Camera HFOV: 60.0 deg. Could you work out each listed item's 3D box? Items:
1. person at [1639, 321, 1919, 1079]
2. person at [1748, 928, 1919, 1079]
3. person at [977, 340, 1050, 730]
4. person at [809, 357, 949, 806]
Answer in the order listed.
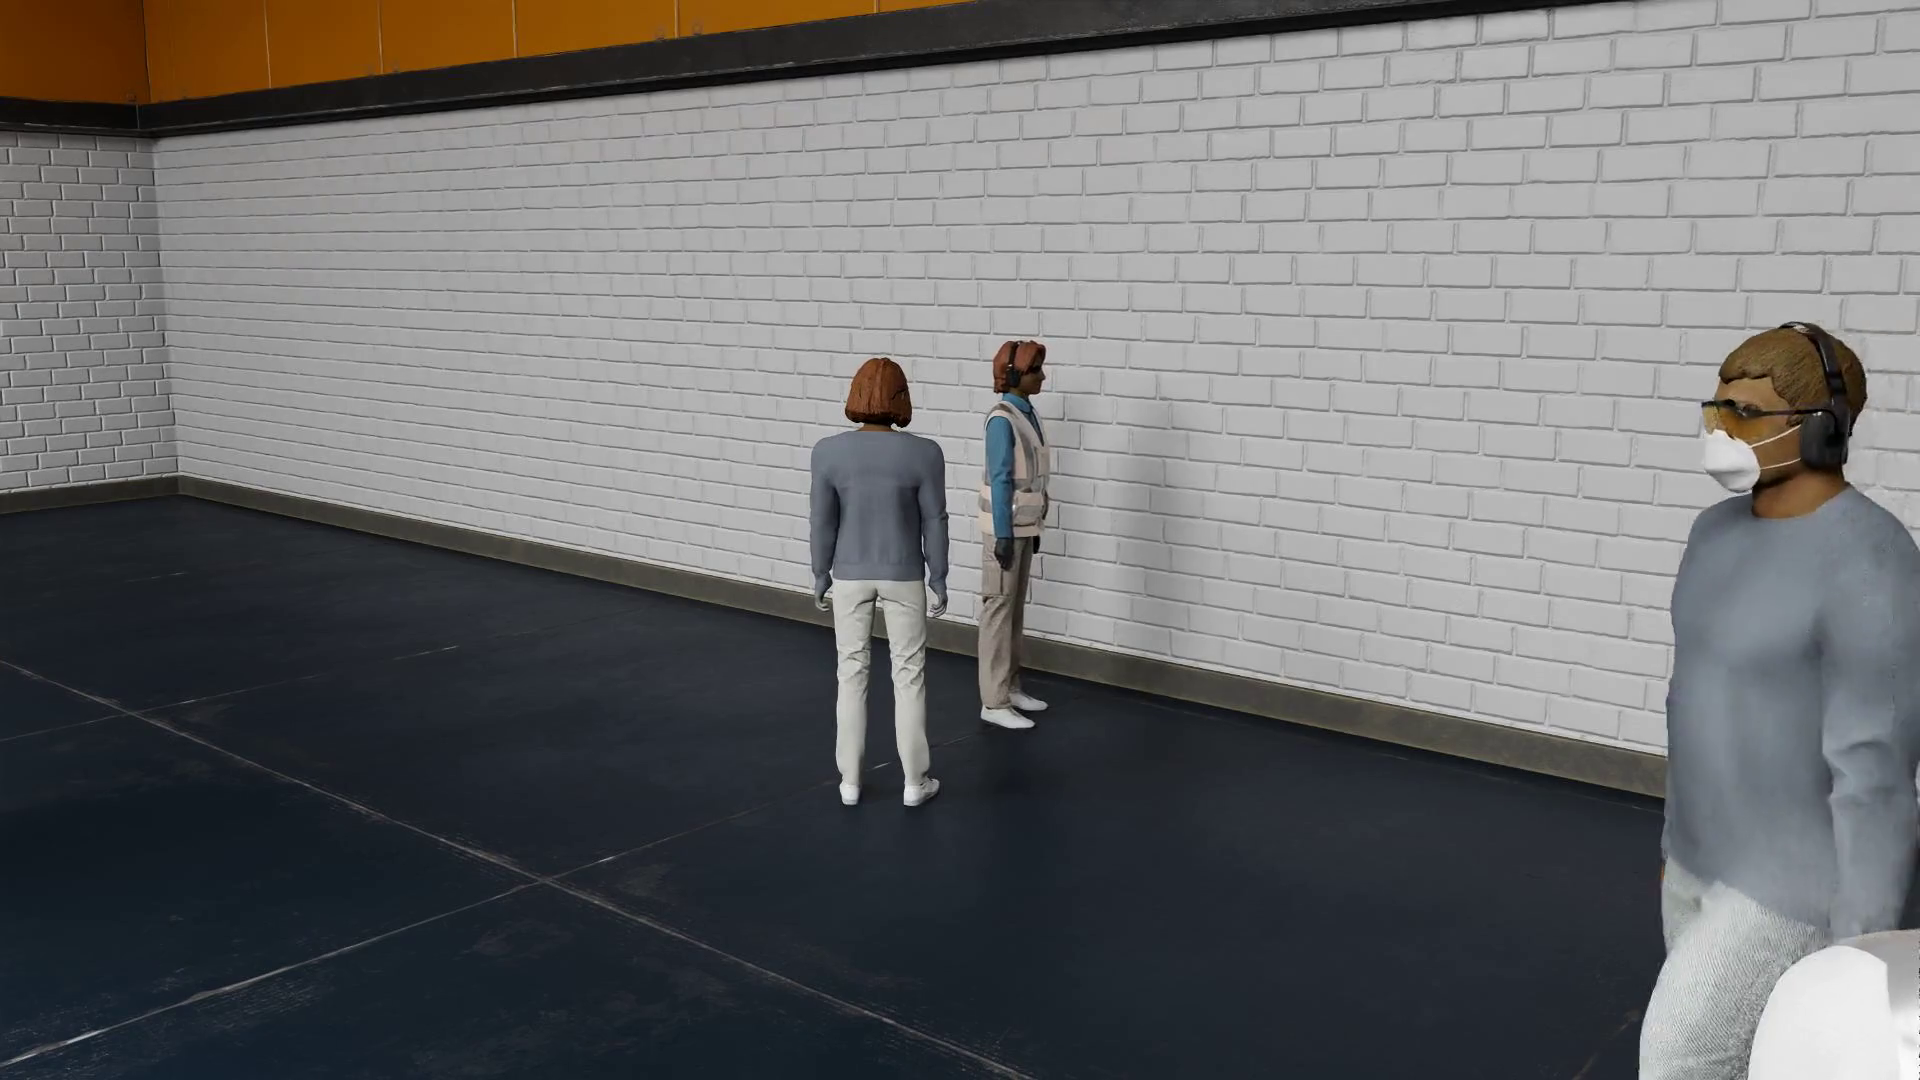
[{"bbox_3d":[1.451,0.580,2.864,0.889,1.914,0.637,0,10,0],"label":"person"},{"bbox_3d":[0.800,0.853,1.216,0.552,1.937,0.356,0,10,3],"label":"person"},{"bbox_3d":[0.229,-0.032,7.099,0.315,1.641,0.514,3,10,16],"label":"person"},{"bbox_3d":[-0.291,0.157,6.045,0.507,1.632,0.267,1,10,6],"label":"person"}]
